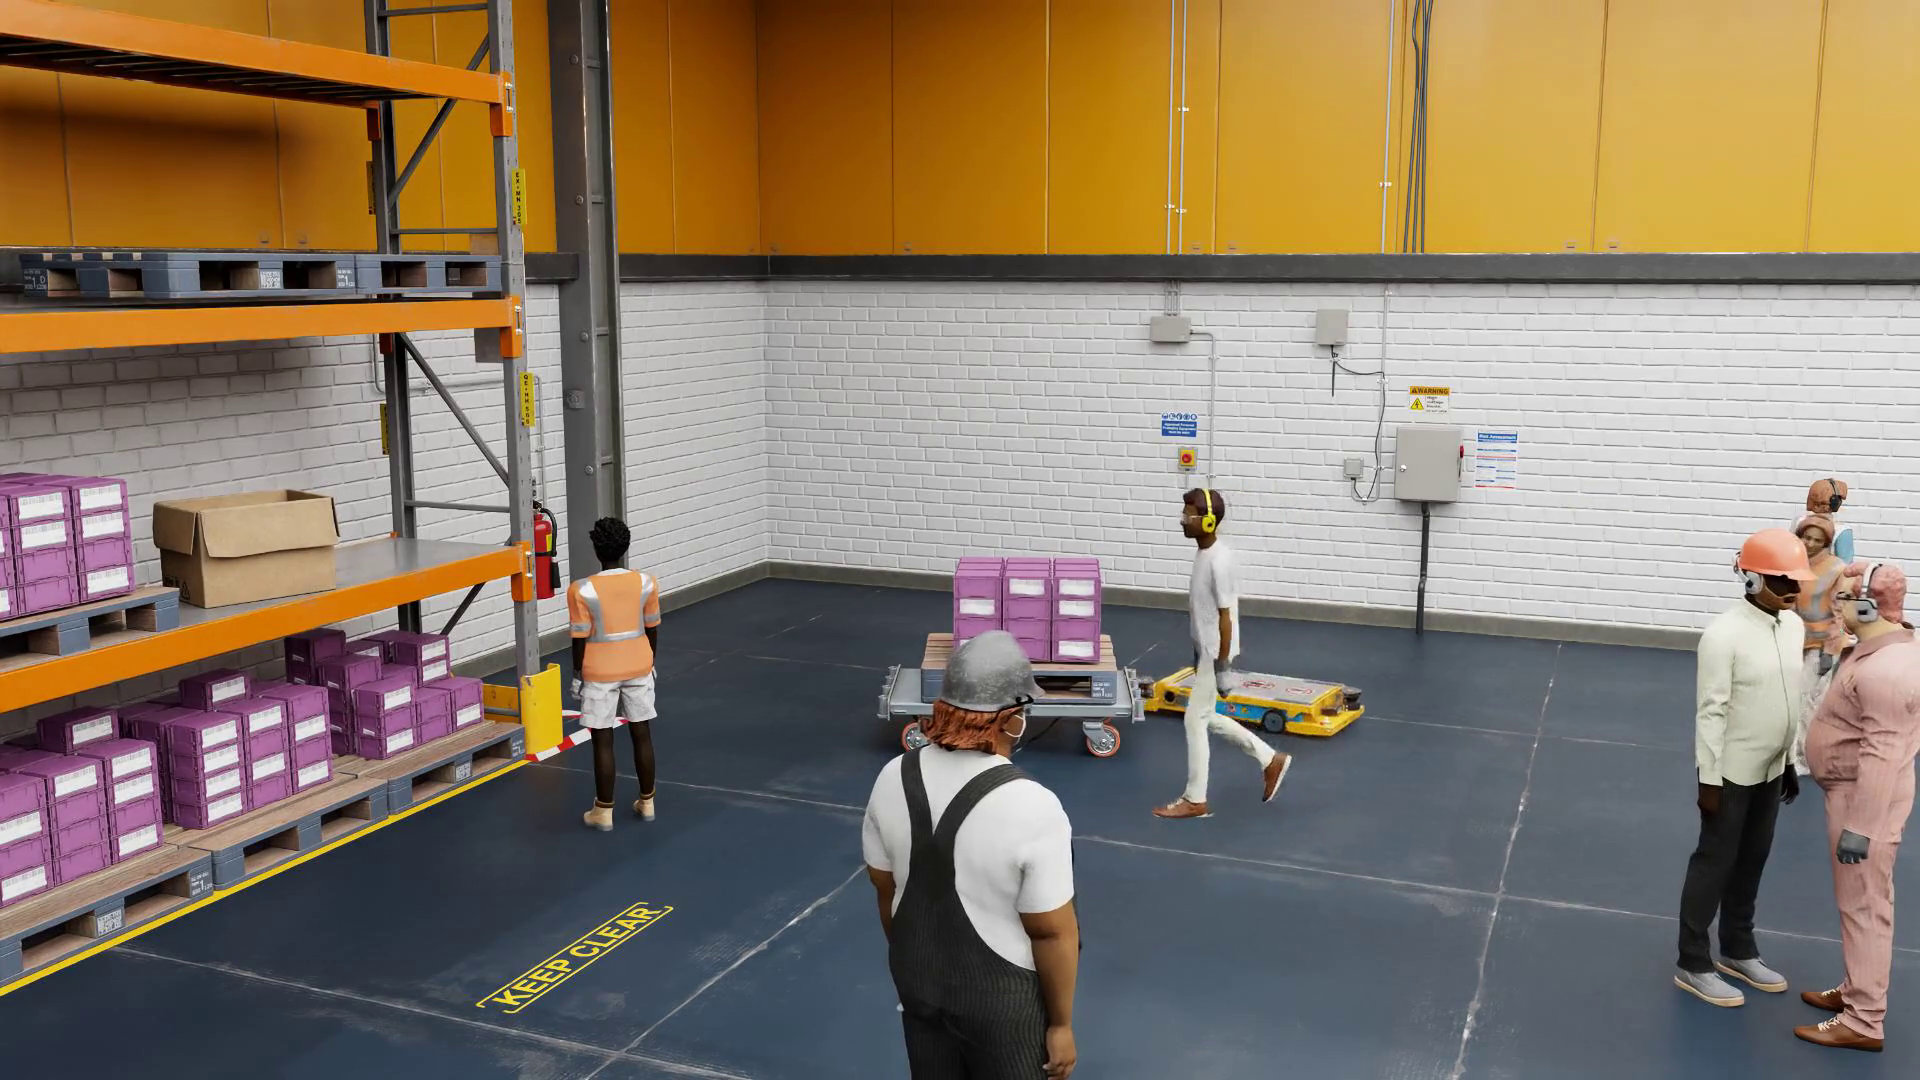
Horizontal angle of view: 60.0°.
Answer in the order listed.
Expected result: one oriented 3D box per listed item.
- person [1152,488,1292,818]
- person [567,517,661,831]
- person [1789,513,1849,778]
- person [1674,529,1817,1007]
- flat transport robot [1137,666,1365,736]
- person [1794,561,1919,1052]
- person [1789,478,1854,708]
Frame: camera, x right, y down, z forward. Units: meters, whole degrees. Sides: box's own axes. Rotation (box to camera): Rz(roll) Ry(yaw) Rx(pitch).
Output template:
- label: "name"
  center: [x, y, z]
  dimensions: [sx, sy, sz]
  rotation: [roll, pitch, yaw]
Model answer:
- label: "person"
  center: [1.447, 0.621, 9.097]
  dimensions: [0.695, 1.851, 0.538]
  rotation: [0, 9, 2]
- label: "person"
  center: [-1.860, 0.718, 8.976]
  dimensions: [0.534, 1.697, 0.318]
  rotation: [-7, 12, -36]
- label: "person"
  center: [4.975, 0.629, 9.769]
  dimensions: [0.409, 1.609, 0.519]
  rotation: [-3, 10, -18]
- label: "person"
  center: [3.251, 0.929, 6.842]
  dimensions: [0.607, 1.987, 0.409]
  rotation: [-6, 11, -33]
- label: "flat transport robot"
  center: [1.928, 1.061, 11.207]
  dimensions: [1.431, 0.197, 0.652]
  rotation: [6, 11, 31]
- label: "person"
  center: [3.502, 1.025, 6.487]
  dimensions: [0.403, 1.904, 0.651]
  rotation: [6, 11, 31]
- label: "person"
  center: [5.689, 0.407, 11.030]
  dimensions: [0.308, 1.640, 0.511]
  rotation: [-3, 10, -19]
